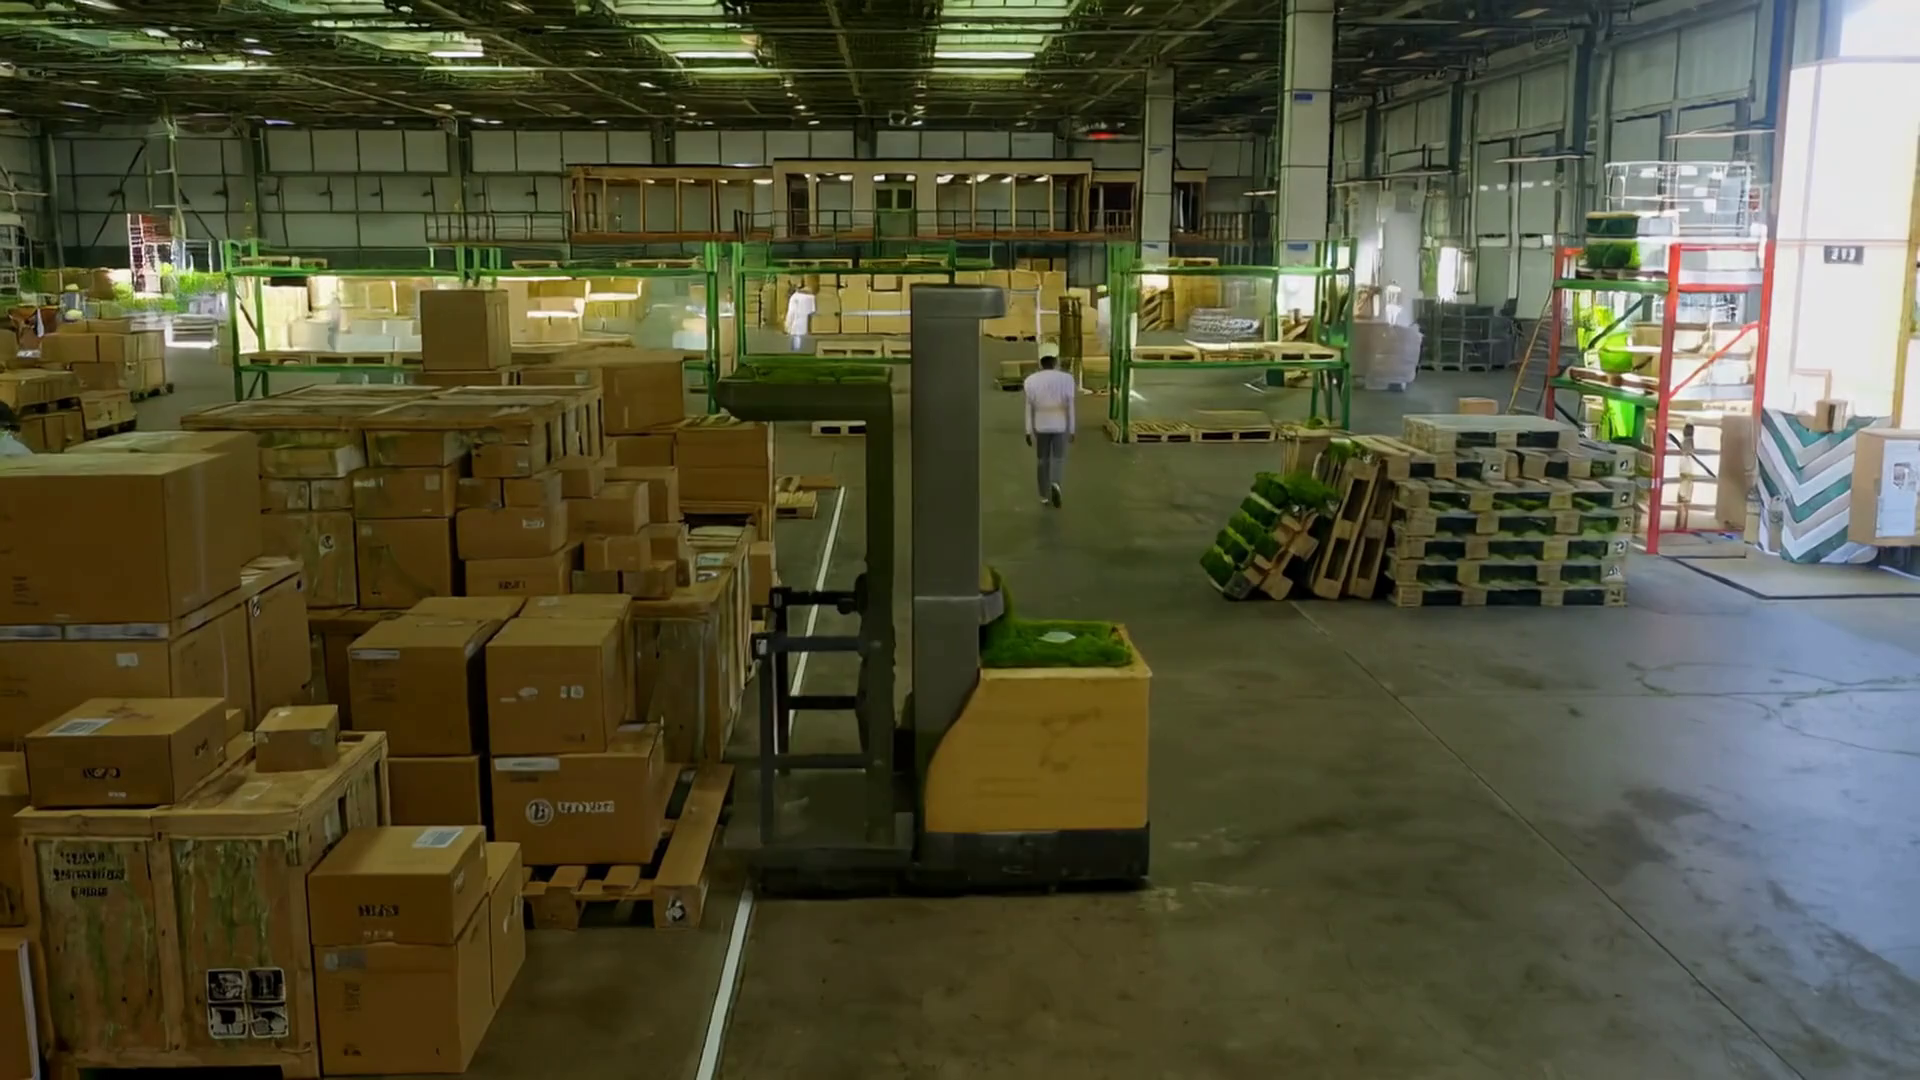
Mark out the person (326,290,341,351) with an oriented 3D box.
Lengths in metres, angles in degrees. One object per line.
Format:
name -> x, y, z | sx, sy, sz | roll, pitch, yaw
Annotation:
person -> -16.993, -5.899, 45.042 | 0.541, 1.725, 0.524 | 8, 13, 38

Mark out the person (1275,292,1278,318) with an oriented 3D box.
person -> 7.403, -4.797, 38.365 | 0.387, 1.922, 0.593 | -7, 12, -34

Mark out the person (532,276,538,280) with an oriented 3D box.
person -> -15.876, -9.063, 62.351 | 0.517, 1.843, 0.325 | -6, 12, -31

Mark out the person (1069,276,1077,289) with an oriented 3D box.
person -> 3.797, -7.952, 56.059 | 0.353, 1.883, 0.572 | -7, 12, -33

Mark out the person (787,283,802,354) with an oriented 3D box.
person -> -4.415, -5.868, 44.306 | 0.371, 1.935, 0.627 | -4, 11, -22

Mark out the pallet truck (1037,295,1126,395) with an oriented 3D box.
pallet truck -> 2.483, -3.881, 33.060 | 1.885, 1.965, 0.823 | -7, 13, -36

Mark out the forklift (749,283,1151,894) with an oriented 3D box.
forklift -> -0.055, 0.174, 8.009 | 1.873, 2.768, 1.129 | 0, 10, -2

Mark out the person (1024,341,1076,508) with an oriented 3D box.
person -> 1.021, -1.301, 18.942 | 0.600, 1.907, 0.749 | 1, 10, 6

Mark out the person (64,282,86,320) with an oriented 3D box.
person -> -23.848, -5.976, 44.897 | 0.543, 1.938, 0.356 | 0, 10, 2

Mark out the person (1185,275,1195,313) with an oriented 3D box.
person -> 9.807, -10.641, 70.836 | 0.456, 1.972, 0.651 | 3, 11, 15

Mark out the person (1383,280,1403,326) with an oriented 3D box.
person -> 14.060, -7.537, 54.017 | 0.626, 1.799, 0.970 | 4, 11, 20

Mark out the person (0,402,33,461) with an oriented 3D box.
person -> -6.990, -0.040, 11.955 | 0.699, 1.900, 0.443 | -8, 13, -38

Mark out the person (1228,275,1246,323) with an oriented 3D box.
person -> 9.990, -8.697, 60.182 | 0.985, 1.906, 0.605 | 8, 13, 37

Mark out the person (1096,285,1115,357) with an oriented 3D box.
person -> 3.797, -5.649, 43.141 | 0.552, 1.920, 0.568 | -10, 14, -44

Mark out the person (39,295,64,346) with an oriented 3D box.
person -> -19.792, -4.397, 36.280 | 0.516, 1.876, 0.327 | -4, 11, -19

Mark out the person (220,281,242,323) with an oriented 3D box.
person -> -20.850, -6.463, 47.612 | 0.542, 1.938, 0.357 | -3, 11, -17
